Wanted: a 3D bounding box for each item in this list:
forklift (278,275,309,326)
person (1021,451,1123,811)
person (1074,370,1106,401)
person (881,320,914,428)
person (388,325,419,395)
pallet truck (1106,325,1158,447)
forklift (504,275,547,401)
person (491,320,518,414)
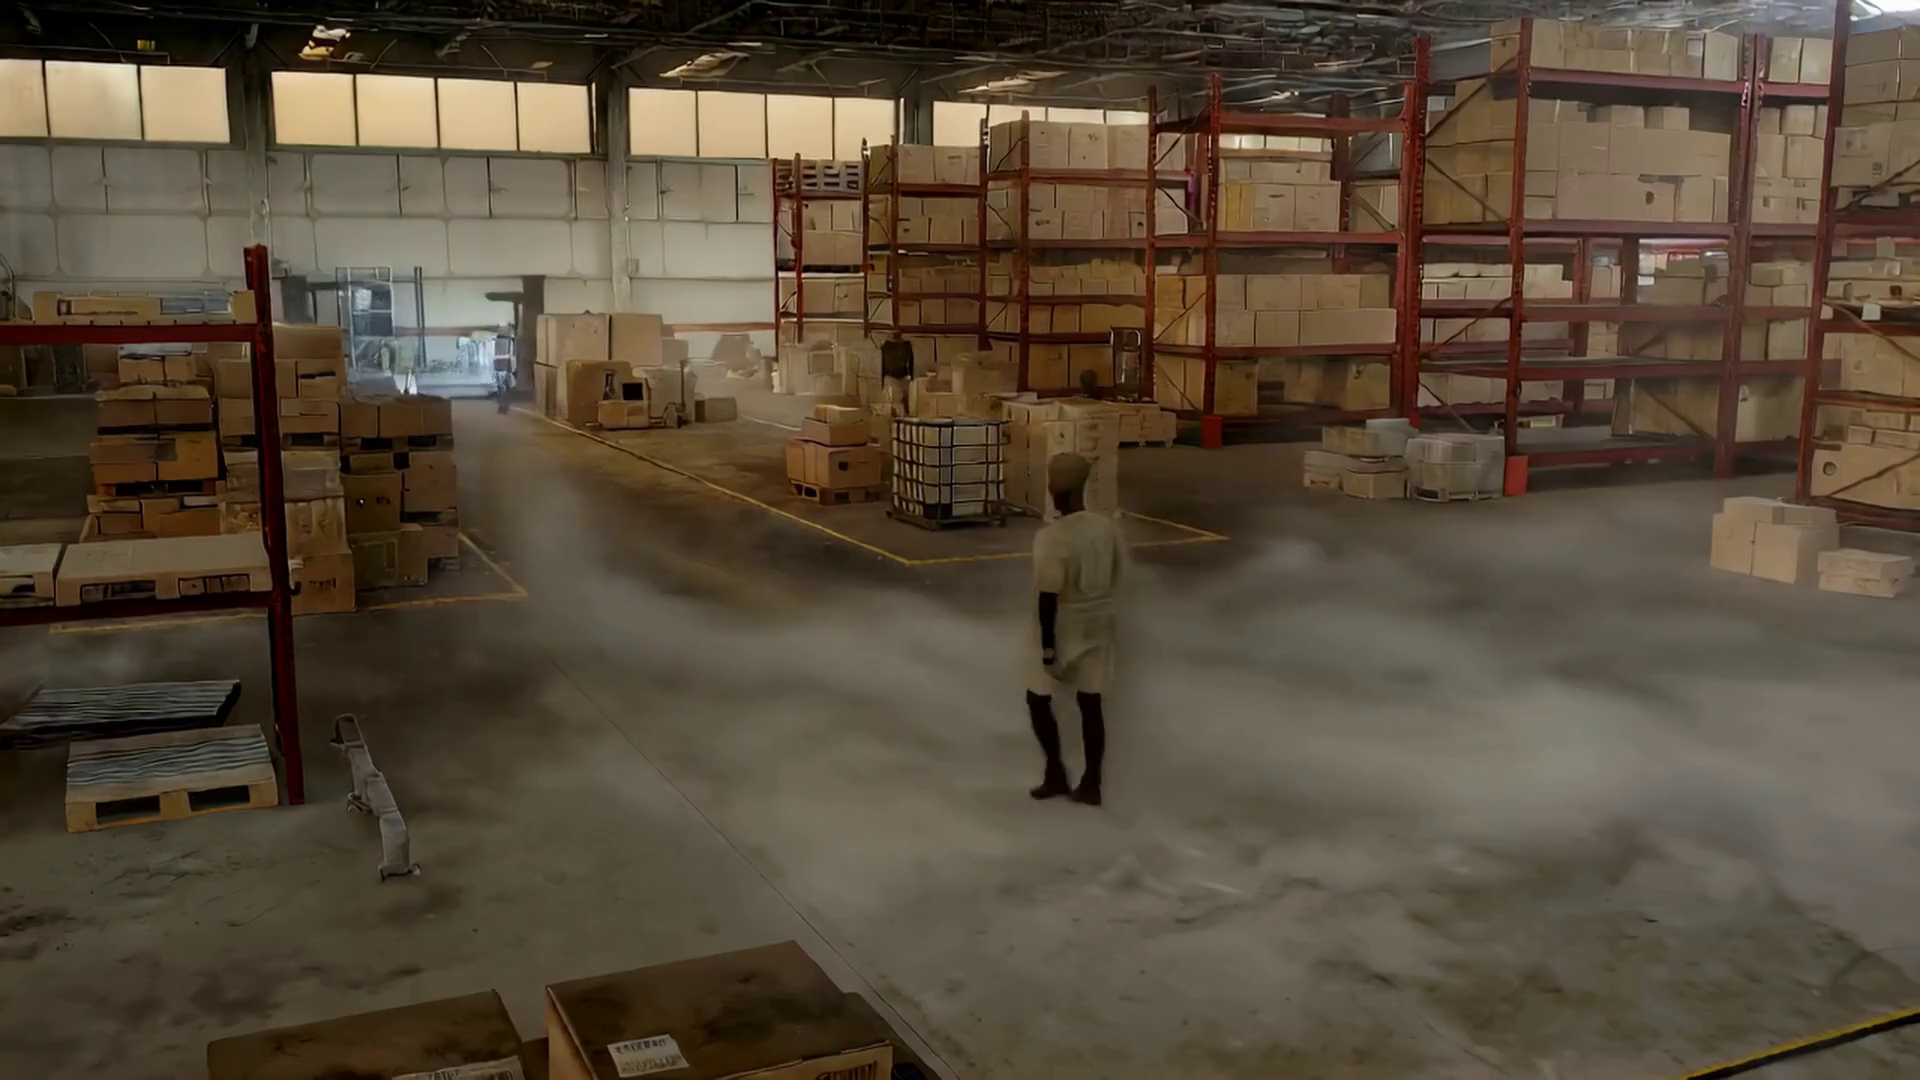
[{"bbox_3d":[-16.119,-5.040,40.356,1.873,2.768,1.129,0,9,0],"label":"forklift"},{"bbox_3d":[0.592,0.492,8.932,0.602,1.947,0.513,-7,11,-36],"label":"person"},{"bbox_3d":[1.586,-1.311,20.933,0.538,1.684,0.592,-6,11,-31],"label":"person"},{"bbox_3d":[-1.169,-3.079,30.927,0.613,1.994,0.395,-1,9,-7],"label":"person"},{"bbox_3d":[-11.064,-3.349,33.079,0.624,1.845,0.430,-8,12,-40],"label":"person"},{"bbox_3d":[2.881,-2.596,27.923,0.823,1.965,1.885,-1,9,-7],"label":"pallet truck"},{"bbox_3d":[-9.520,-4.552,37.332,1.873,2.768,1.129,-4,10,-25],"label":"forklift"},{"bbox_3d":[-9.240,-3.489,33.719,0.568,1.916,0.547,0,9,-1],"label":"person"}]
